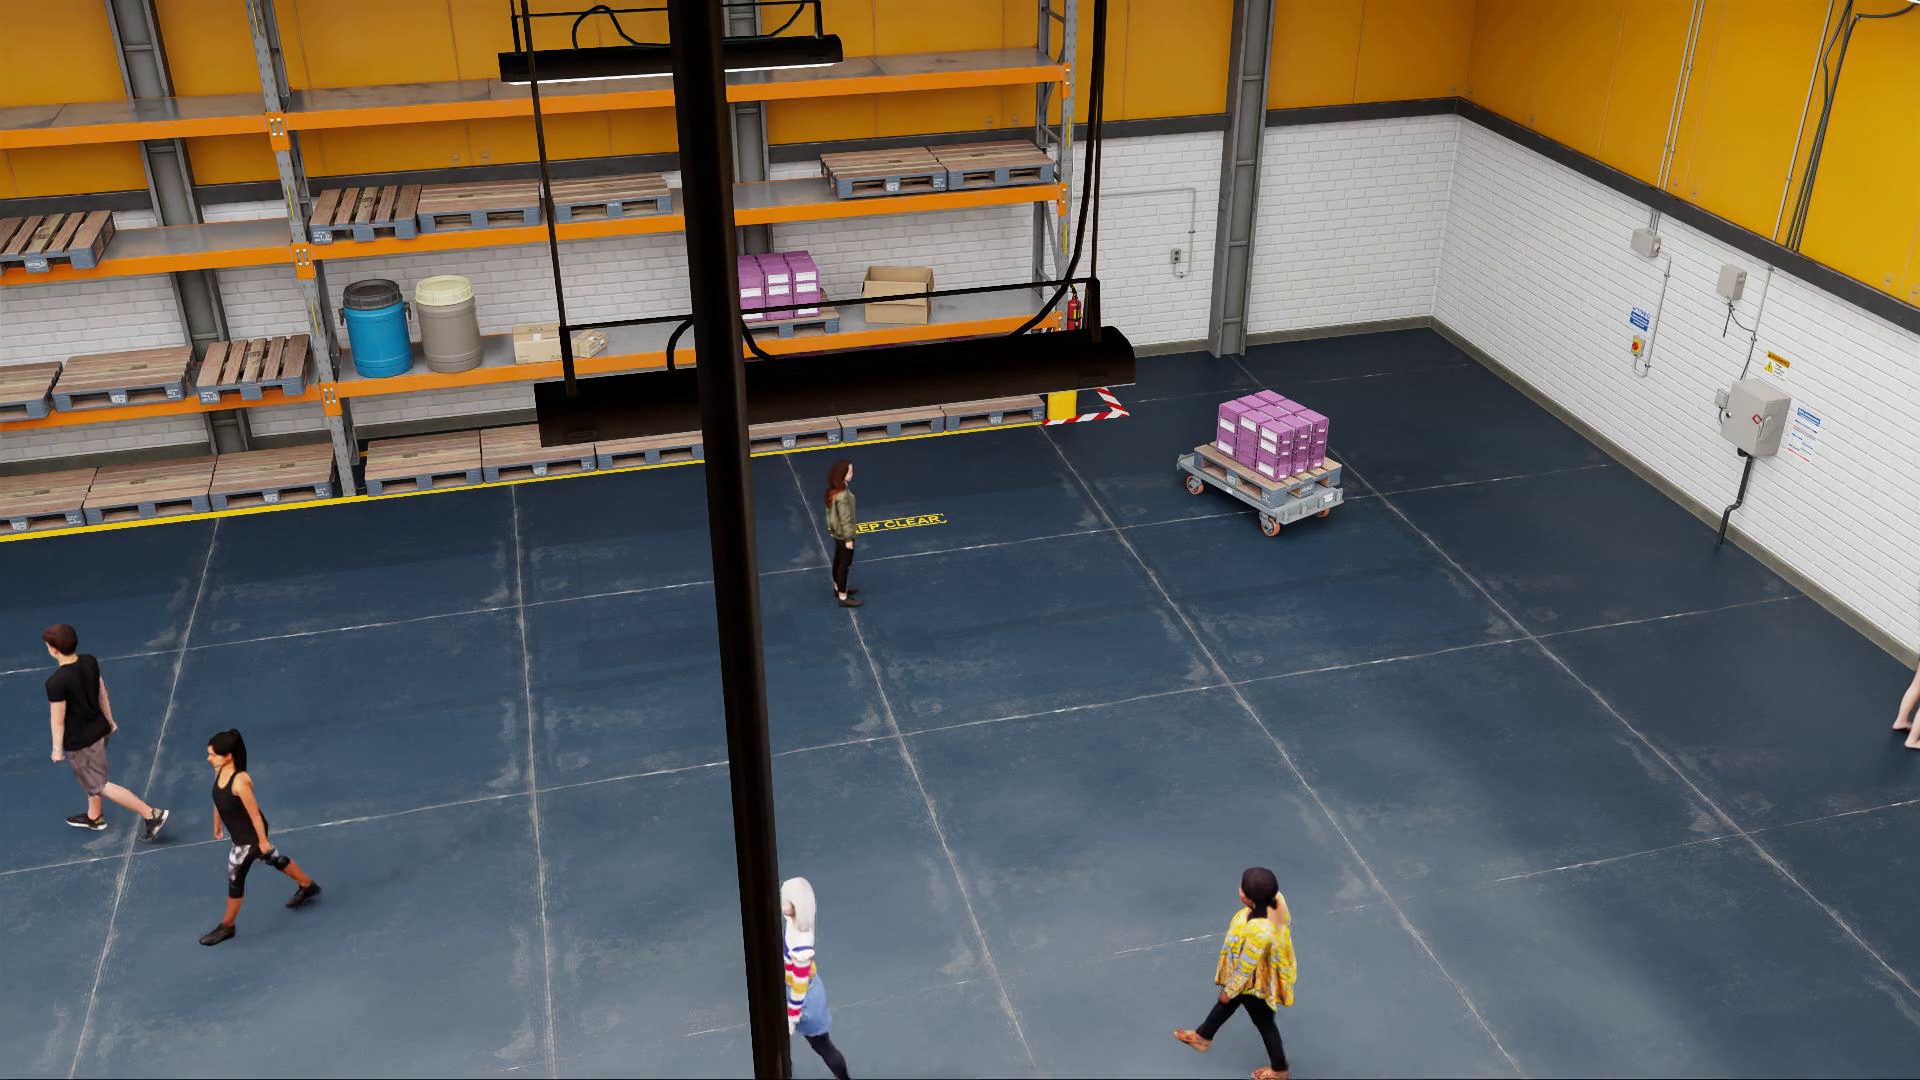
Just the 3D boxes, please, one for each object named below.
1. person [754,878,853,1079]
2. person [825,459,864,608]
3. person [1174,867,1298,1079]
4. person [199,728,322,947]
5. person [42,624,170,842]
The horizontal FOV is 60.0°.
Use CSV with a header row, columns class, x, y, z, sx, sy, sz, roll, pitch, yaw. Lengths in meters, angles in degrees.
class,x,y,z,sx,sy,sz,roll,pitch,yaw
person,-0.860,2.771,10.064,1.052,1.769,0.677,-7,29,-12
person,-1.103,-0.082,15.597,0.493,1.477,0.568,-7,29,-13
person,1.915,2.735,10.283,1.116,1.621,0.959,6,29,10
person,-4.904,2.007,11.620,1.184,1.620,0.933,-23,36,-36
person,-6.425,1.473,12.373,1.217,1.836,0.890,1,29,2
